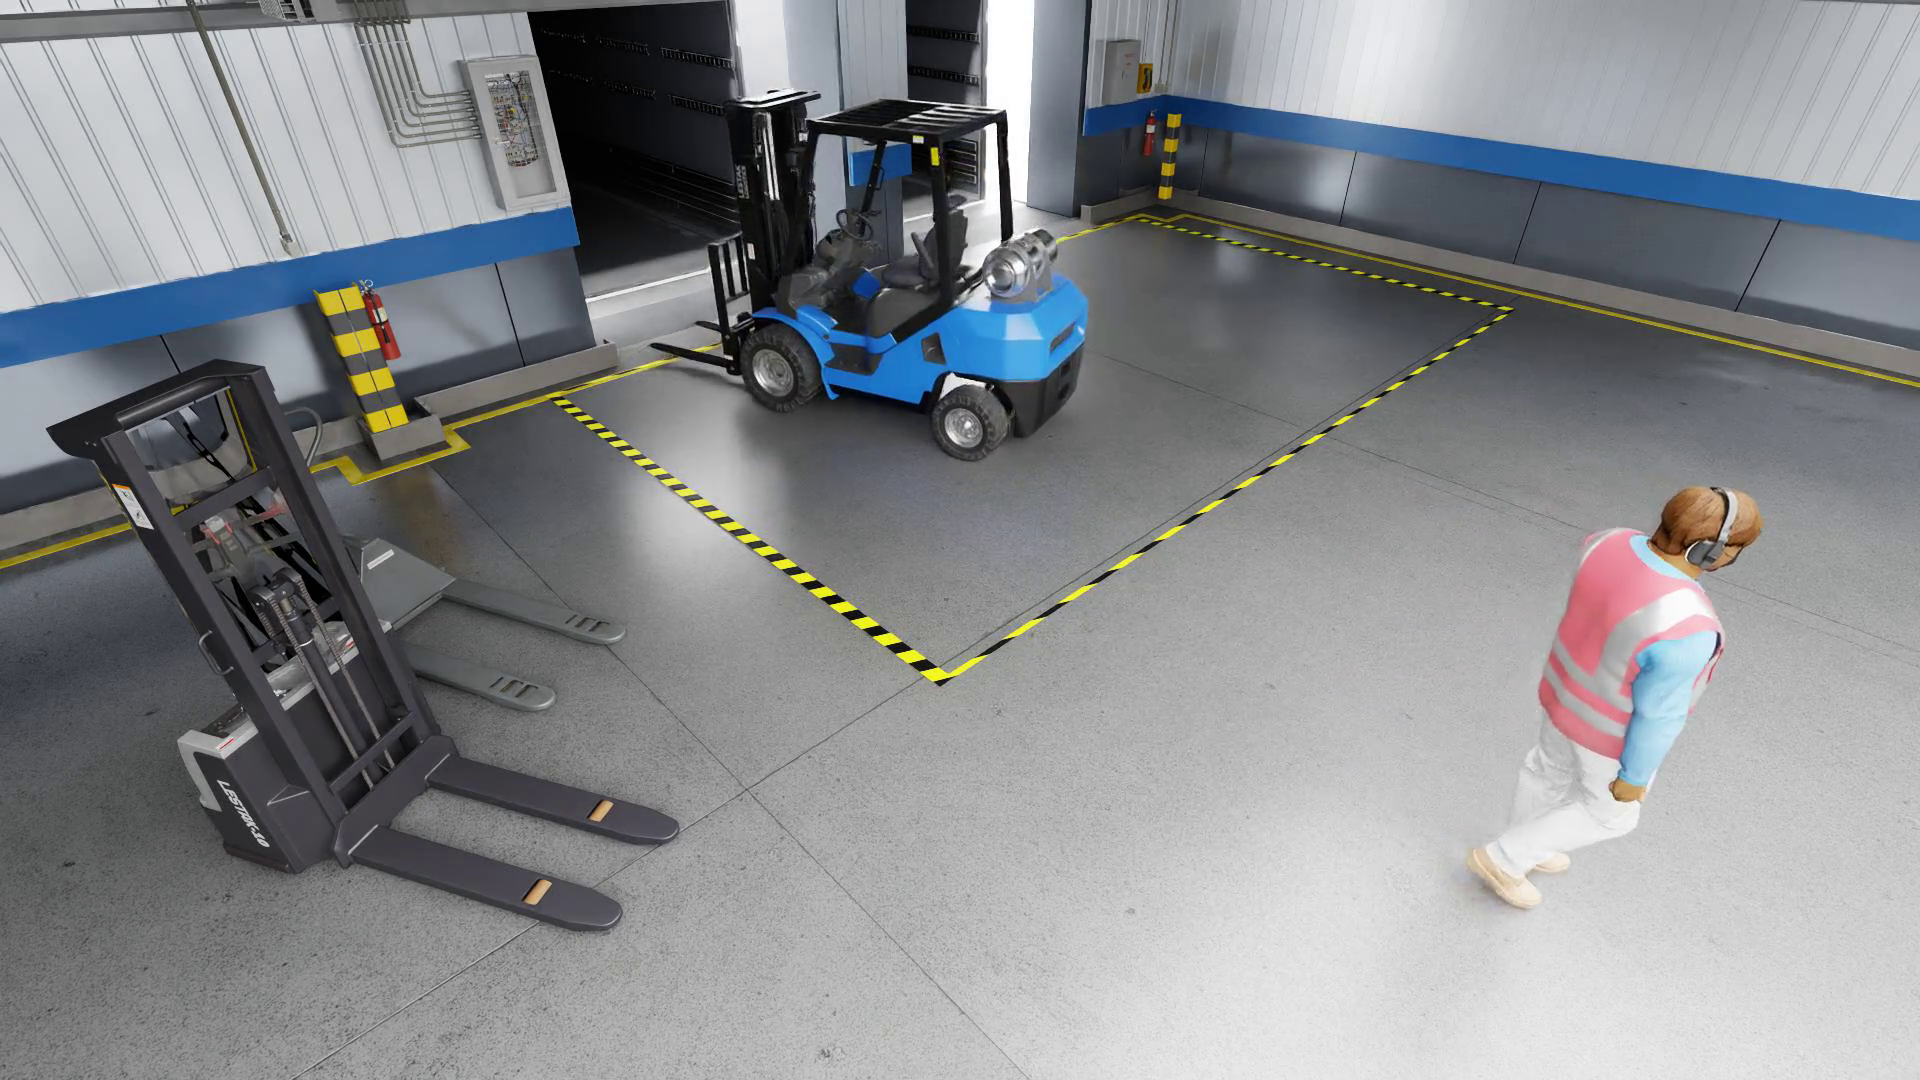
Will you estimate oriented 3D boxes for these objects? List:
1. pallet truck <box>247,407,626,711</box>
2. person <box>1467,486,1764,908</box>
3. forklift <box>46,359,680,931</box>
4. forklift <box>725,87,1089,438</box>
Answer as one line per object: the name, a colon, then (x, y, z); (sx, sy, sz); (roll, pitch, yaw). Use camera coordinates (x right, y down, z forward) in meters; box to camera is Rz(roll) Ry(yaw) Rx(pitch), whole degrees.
pallet truck: (-2.628, 0.038, 4.590); (1.601, 1.201, 0.680); (12, 36, 18)
person: (2.249, 0.613, 3.221); (0.471, 1.834, 0.630); (3, 34, 5)
forklift: (-2.135, 0.422, 3.354); (1.885, 1.965, 0.823); (10, 35, 14)
forklift: (-0.431, -2.077, 6.708); (2.680, 2.036, 1.157); (16, 37, 22)
